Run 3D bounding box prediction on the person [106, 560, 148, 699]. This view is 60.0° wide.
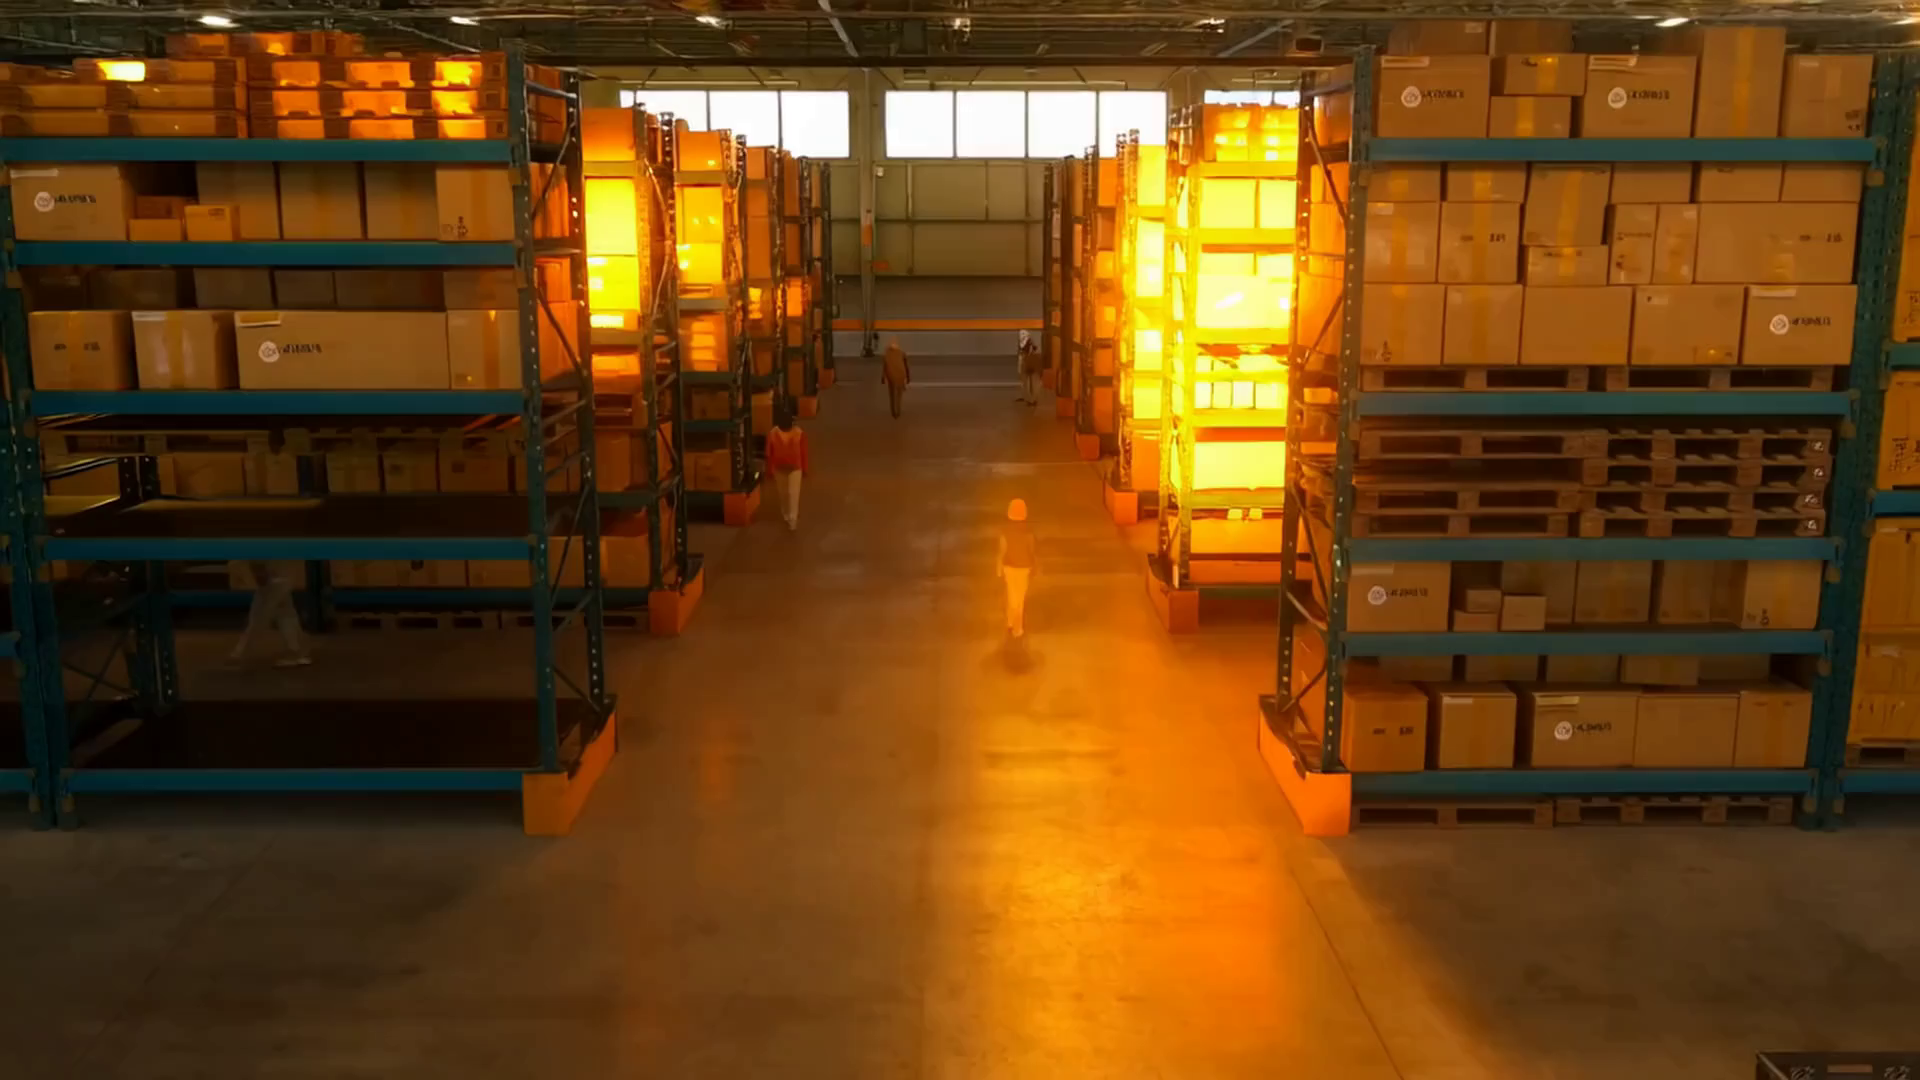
[{"bbox_3d":[-8.286,0.831,16.519,0.318,1.700,0.533,-11,16,-43],"label":"person"}]

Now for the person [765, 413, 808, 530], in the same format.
[{"bbox_3d":[-2.688,-1.071,25.735,0.648,1.791,0.977,0,11,-2],"label":"person"}]

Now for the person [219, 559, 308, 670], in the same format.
[{"bbox_3d":[-7.543,0.473,17.888,0.925,1.871,0.646,-2,12,-8],"label":"person"}]

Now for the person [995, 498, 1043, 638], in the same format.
[{"bbox_3d":[0.684,0.318,19.285,0.519,1.618,0.532,6,13,27],"label":"person"}]

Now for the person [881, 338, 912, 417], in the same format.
[{"bbox_3d":[-1.505,-3.851,39.360,0.649,1.850,1.022,3,12,13],"label":"person"}]

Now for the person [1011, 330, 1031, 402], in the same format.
[{"bbox_3d":[1.552,-4.415,42.214,0.581,1.814,0.769,10,15,40],"label":"person"}]

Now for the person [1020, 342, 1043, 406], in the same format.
[{"bbox_3d":[1.777,-4.106,41.172,0.533,1.615,0.362,4,12,17],"label":"person"}]
